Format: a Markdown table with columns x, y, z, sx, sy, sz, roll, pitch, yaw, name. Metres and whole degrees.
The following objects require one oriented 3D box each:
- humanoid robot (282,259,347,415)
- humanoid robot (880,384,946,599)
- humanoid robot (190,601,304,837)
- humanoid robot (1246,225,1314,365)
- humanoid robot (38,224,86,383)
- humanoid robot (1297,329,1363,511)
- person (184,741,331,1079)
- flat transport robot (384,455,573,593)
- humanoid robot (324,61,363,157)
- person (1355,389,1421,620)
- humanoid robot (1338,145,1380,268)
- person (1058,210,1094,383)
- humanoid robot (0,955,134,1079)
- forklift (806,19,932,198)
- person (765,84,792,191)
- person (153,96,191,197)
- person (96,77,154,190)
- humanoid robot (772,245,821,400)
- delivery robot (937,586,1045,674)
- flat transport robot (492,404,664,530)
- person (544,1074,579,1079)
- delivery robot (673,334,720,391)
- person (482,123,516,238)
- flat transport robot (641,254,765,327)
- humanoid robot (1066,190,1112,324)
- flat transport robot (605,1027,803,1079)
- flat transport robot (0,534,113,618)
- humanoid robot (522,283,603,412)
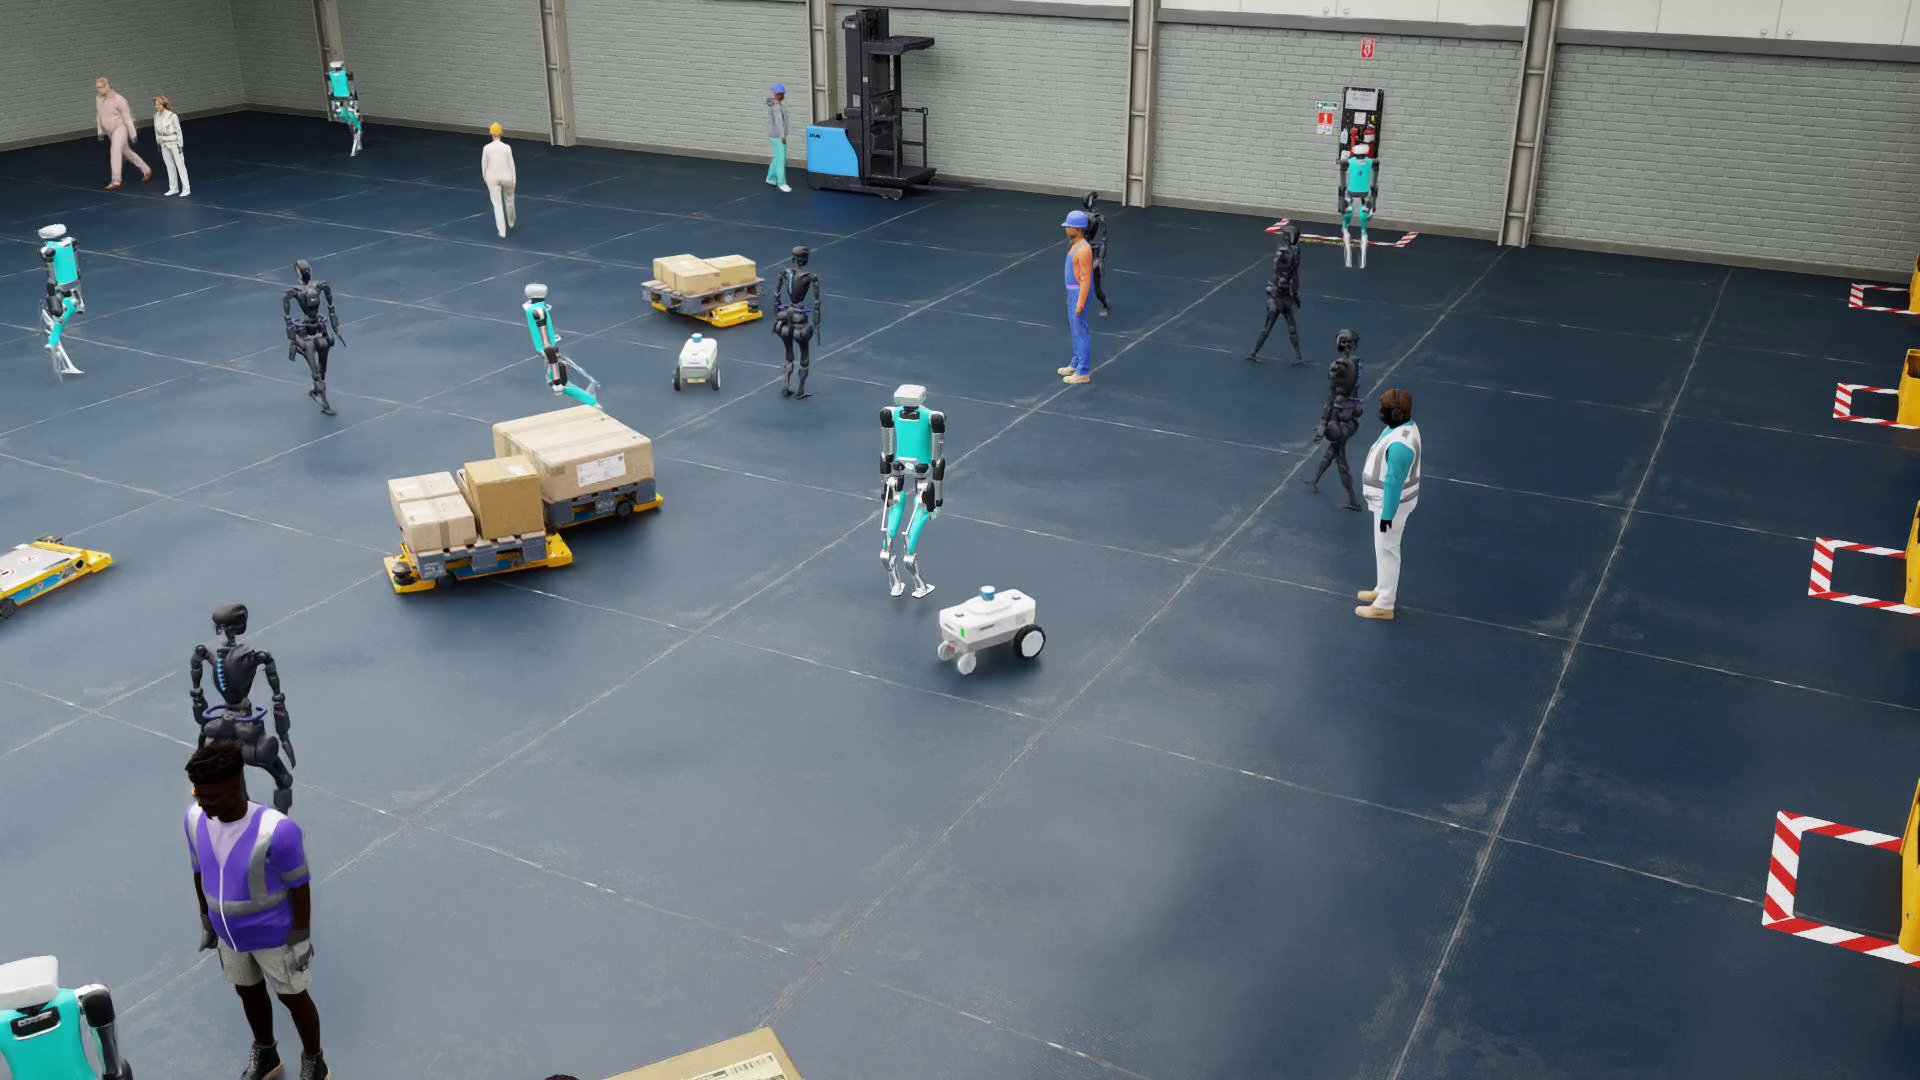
| x | y | z | sx | sy | sz | roll | pitch | yaw | name |
| --- | --- | --- | --- | --- | --- | --- | --- | --- | --- |
| -6.796 | -2.157 | 17.483 | 0.791 | 1.638 | 0.610 | 20 | 30 | 39 | humanoid robot |
| -0.440 | -0.315 | 12.866 | 0.533 | 1.677 | 0.735 | 8 | 24 | 18 | humanoid robot |
| -4.216 | 1.128 | 9.765 | 0.612 | 1.643 | 0.430 | 3 | 23 | 6 | humanoid robot |
| 3.676 | -2.769 | 18.878 | 0.778 | 1.622 | 0.598 | 17 | 28 | 34 | humanoid robot |
| -10.032 | -2.553 | 18.370 | 0.739 | 1.886 | 0.543 | 3 | 23 | 6 | humanoid robot |
| 3.375 | -1.103 | 14.990 | 0.745 | 1.631 | 0.607 | 18 | 29 | 36 | humanoid robot |
| -3.312 | 1.810 | 7.802 | 0.611 | 1.963 | 0.361 | 7 | 24 | 15 | person |
| -4.043 | 0.109 | 13.909 | 1.431 | 0.231 | 0.659 | -11 | 26 | -24 | flat transport robot |
| -11.453 | -8.125 | 31.262 | 0.548 | 1.797 | 0.911 | 1 | 23 | 2 | humanoid robot |
| 3.306 | -0.283 | 12.847 | 0.431 | 1.835 | 0.618 | 5 | 24 | 11 | person |
| 5.483 | -4.608 | 23.102 | 0.561 | 1.834 | 0.779 | 3 | 23 | 6 | humanoid robot |
| 1.286 | -2.678 | 18.319 | 0.370 | 1.908 | 0.533 | -3 | 23 | -6 | person |
| -3.418 | 2.522 | 6.466 | 0.531 | 1.810 | 0.714 | -14 | 27 | -30 | humanoid robot |
| -1.573 | -7.292 | 27.850 | 1.873 | 2.768 | 1.129 | 12 | 26 | 25 | forklift |
| -3.104 | -6.801 | 28.116 | 0.432 | 1.757 | 0.744 | -3 | 23 | -6 | person |
| -13.130 | -6.544 | 27.657 | 0.522 | 1.638 | 0.309 | 9 | 25 | 19 | person |
| -14.352 | -6.985 | 28.426 | 0.619 | 1.851 | 0.995 | 15 | 27 | 31 | person |
| -1.765 | -2.331 | 17.809 | 0.616 | 1.639 | 0.396 | 12 | 26 | 26 | humanoid robot |
| 0.226 | 0.637 | 12.342 | 0.807 | 0.613 | 0.499 | -15 | 28 | -31 | delivery robot |
| -3.457 | -0.327 | 14.925 | 1.431 | 0.231 | 0.659 | -17 | 29 | -34 | flat transport robot |
| -1.353 | 2.663 | 5.874 | 0.390 | 1.920 | 0.587 | 14 | 27 | 30 | person |
| -2.894 | -1.983 | 18.408 | 0.499 | 0.587 | 0.769 | 0 | 23 | -1 | delivery robot |
| -6.945 | -5.444 | 25.092 | 0.468 | 1.643 | 0.911 | -7 | 24 | -16 | person |
| -3.223 | -2.971 | 21.079 | 1.431 | 0.231 | 0.659 | 20 | 30 | 39 | flat transport robot |
| 1.626 | -3.517 | 20.647 | 0.589 | 1.653 | 0.764 | 17 | 29 | 35 | humanoid robot |
| -0.948 | 3.245 | 6.607 | 0.659 | 0.231 | 1.431 | -1 | 23 | -1 | flat transport robot |
| -7.640 | 0.338 | 13.376 | 0.659 | 0.231 | 1.431 | 8 | 25 | 19 | flat transport robot |
| -3.771 | -1.636 | 16.078 | 0.761 | 1.753 | 0.534 | -9 | 25 | -20 | humanoid robot |
